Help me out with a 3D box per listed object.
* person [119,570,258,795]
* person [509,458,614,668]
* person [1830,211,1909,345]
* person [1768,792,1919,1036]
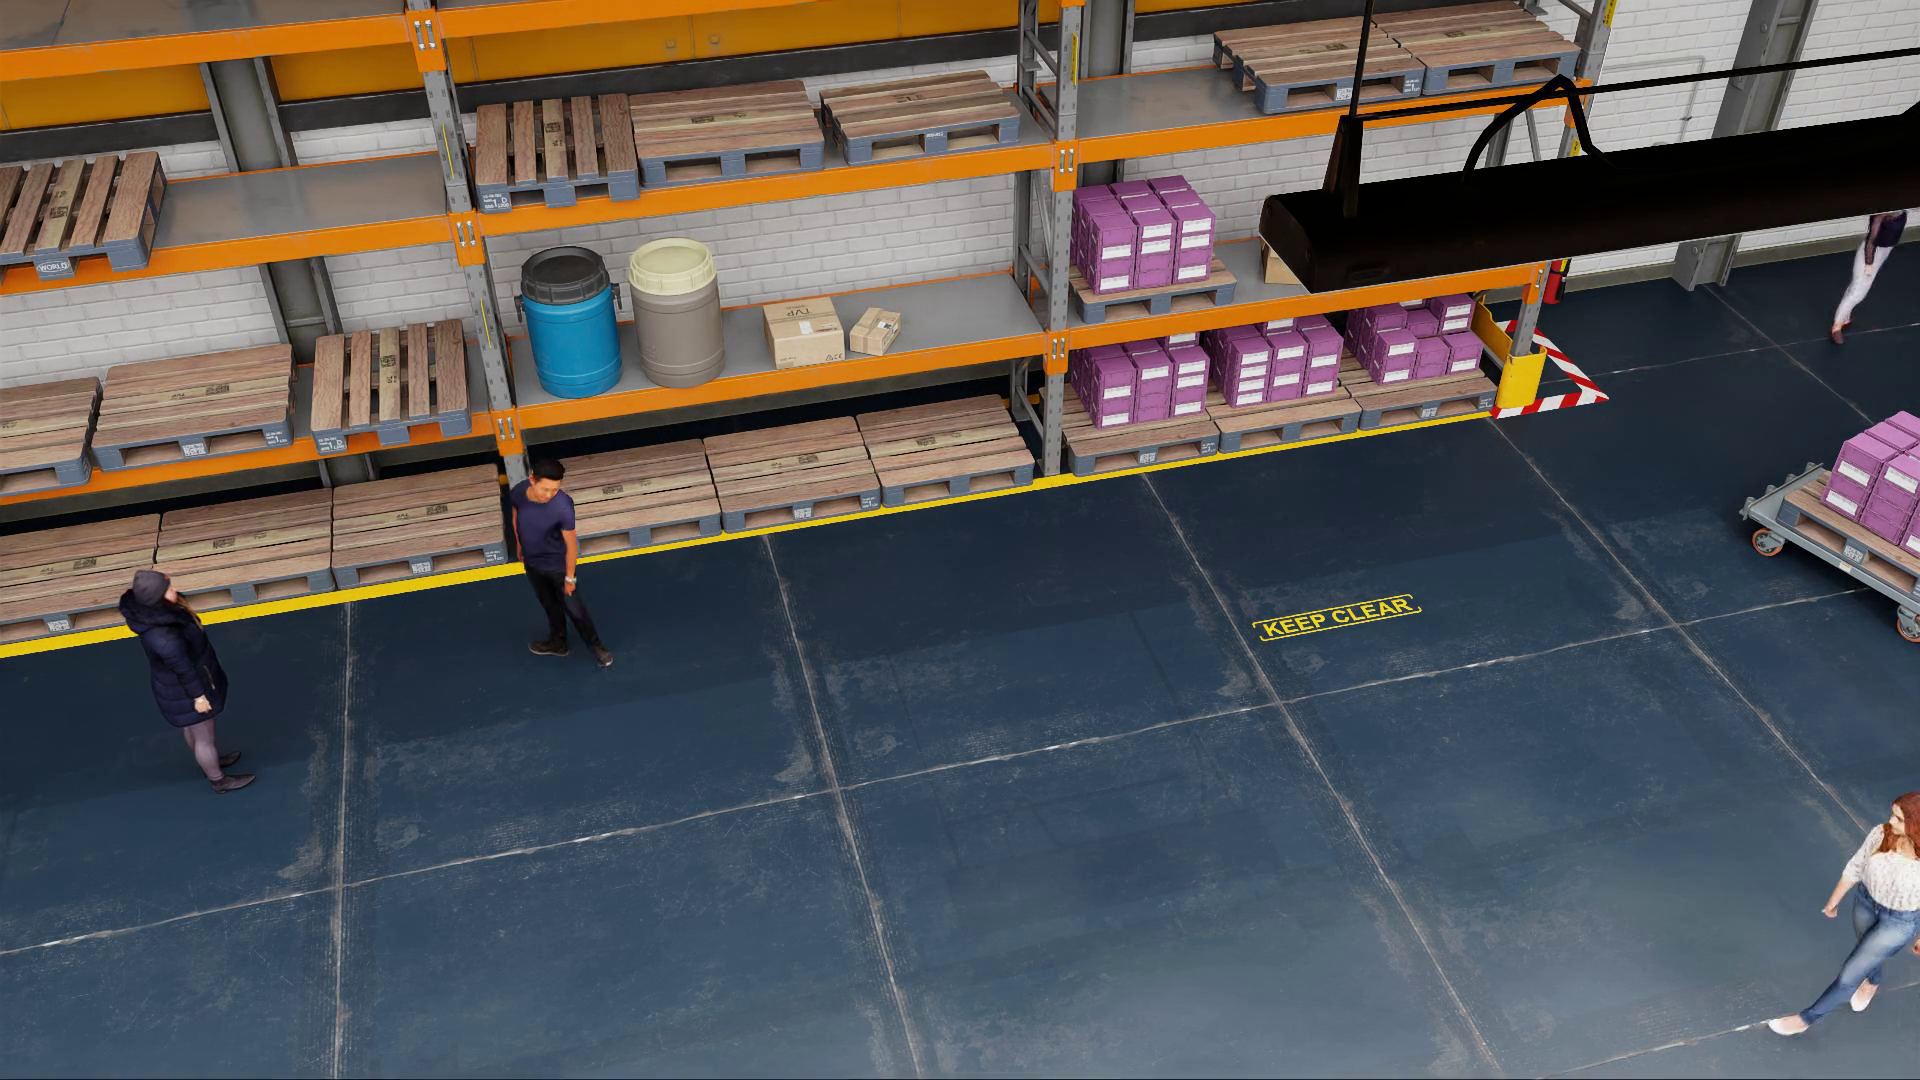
[{"bbox_3d":[-4.670,0.847,10.004,0.758,1.674,0.755,-24,44,-27],"label":"person"},{"bbox_3d":[-2.708,0.106,10.867,0.806,1.755,0.867,32,48,33],"label":"person"},{"bbox_3d":[7.798,-2.449,14.195,0.837,1.595,0.700,18,42,21],"label":"person"},{"bbox_3d":[4.875,1.929,8.646,1.113,1.678,0.751,-20,43,-24],"label":"person"}]
